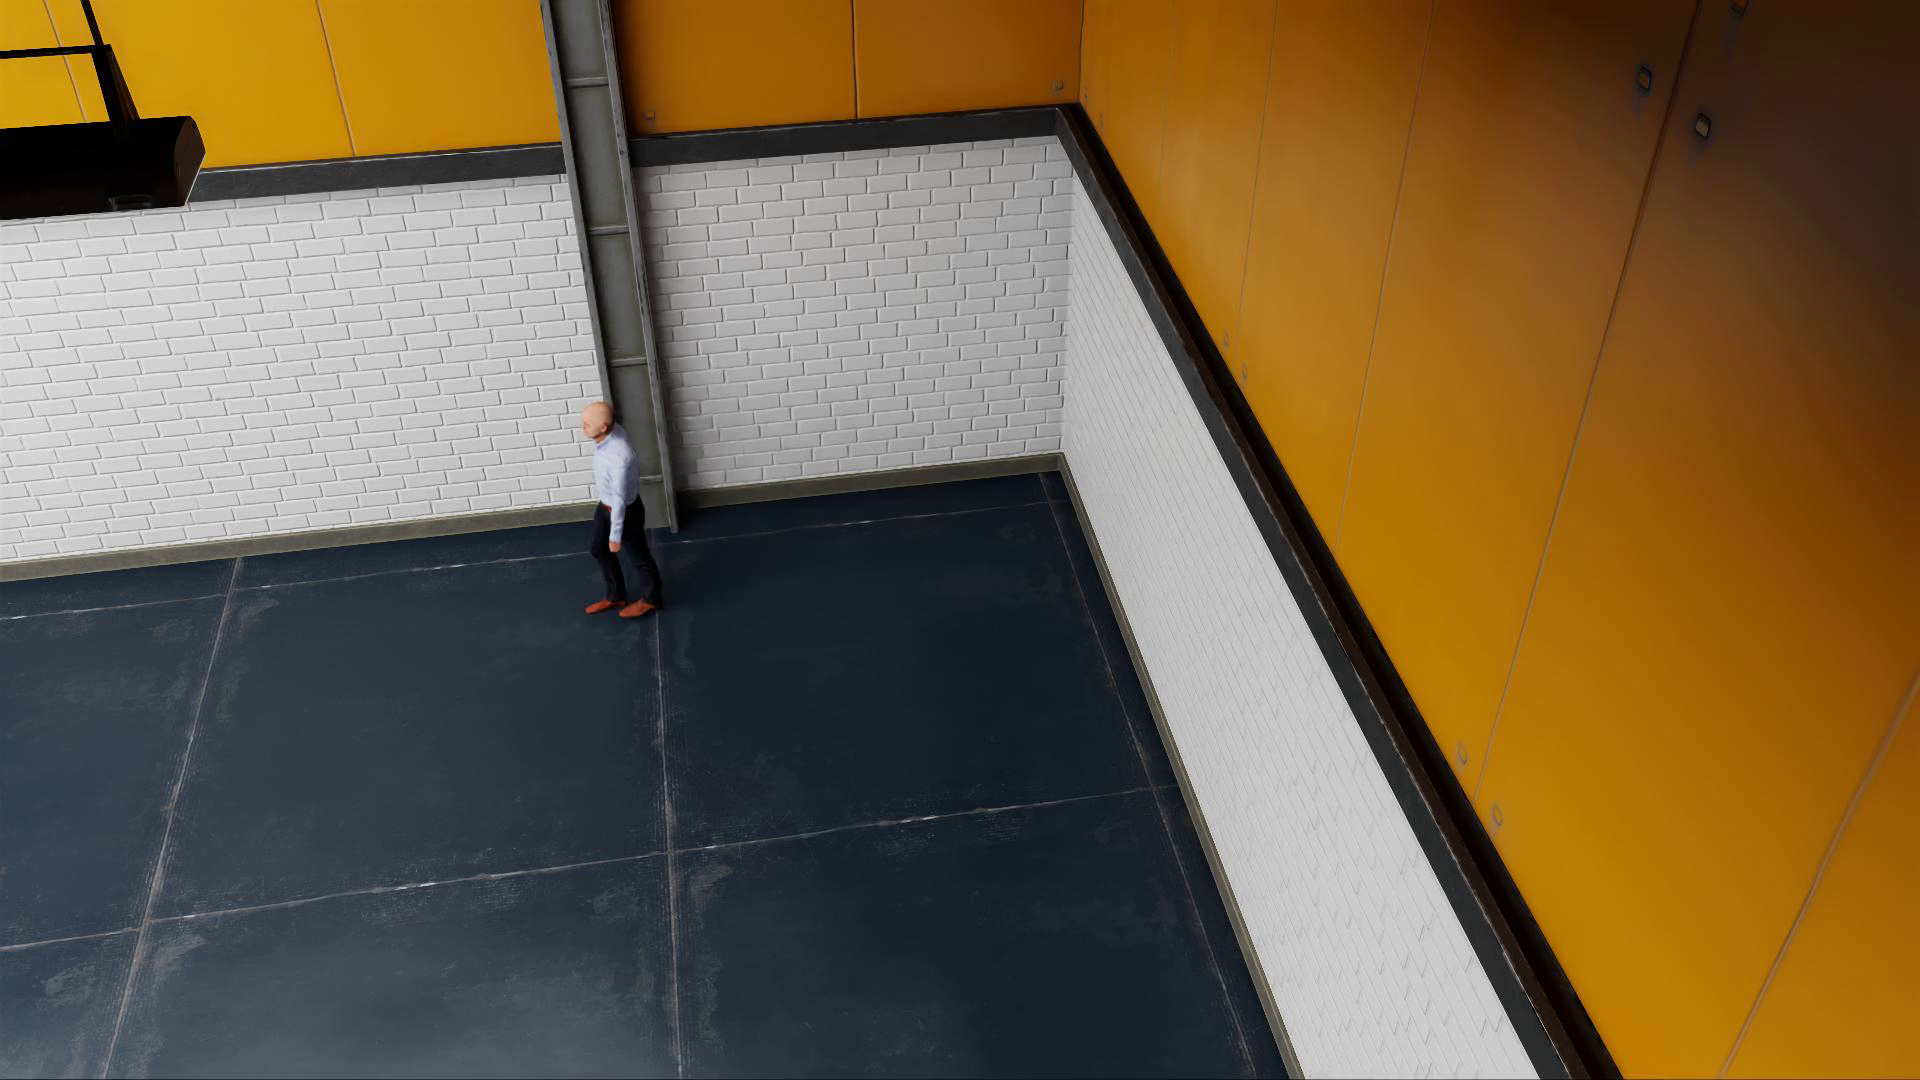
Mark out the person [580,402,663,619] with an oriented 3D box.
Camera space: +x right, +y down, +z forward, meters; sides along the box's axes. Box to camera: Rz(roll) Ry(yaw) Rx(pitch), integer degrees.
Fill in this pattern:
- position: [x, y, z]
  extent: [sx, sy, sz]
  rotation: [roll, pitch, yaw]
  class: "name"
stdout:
- position: [-2.194, -0.197, 11.166]
  extent: [0.843, 1.776, 0.772]
  rotation: [-16, 41, -19]
  class: "person"
